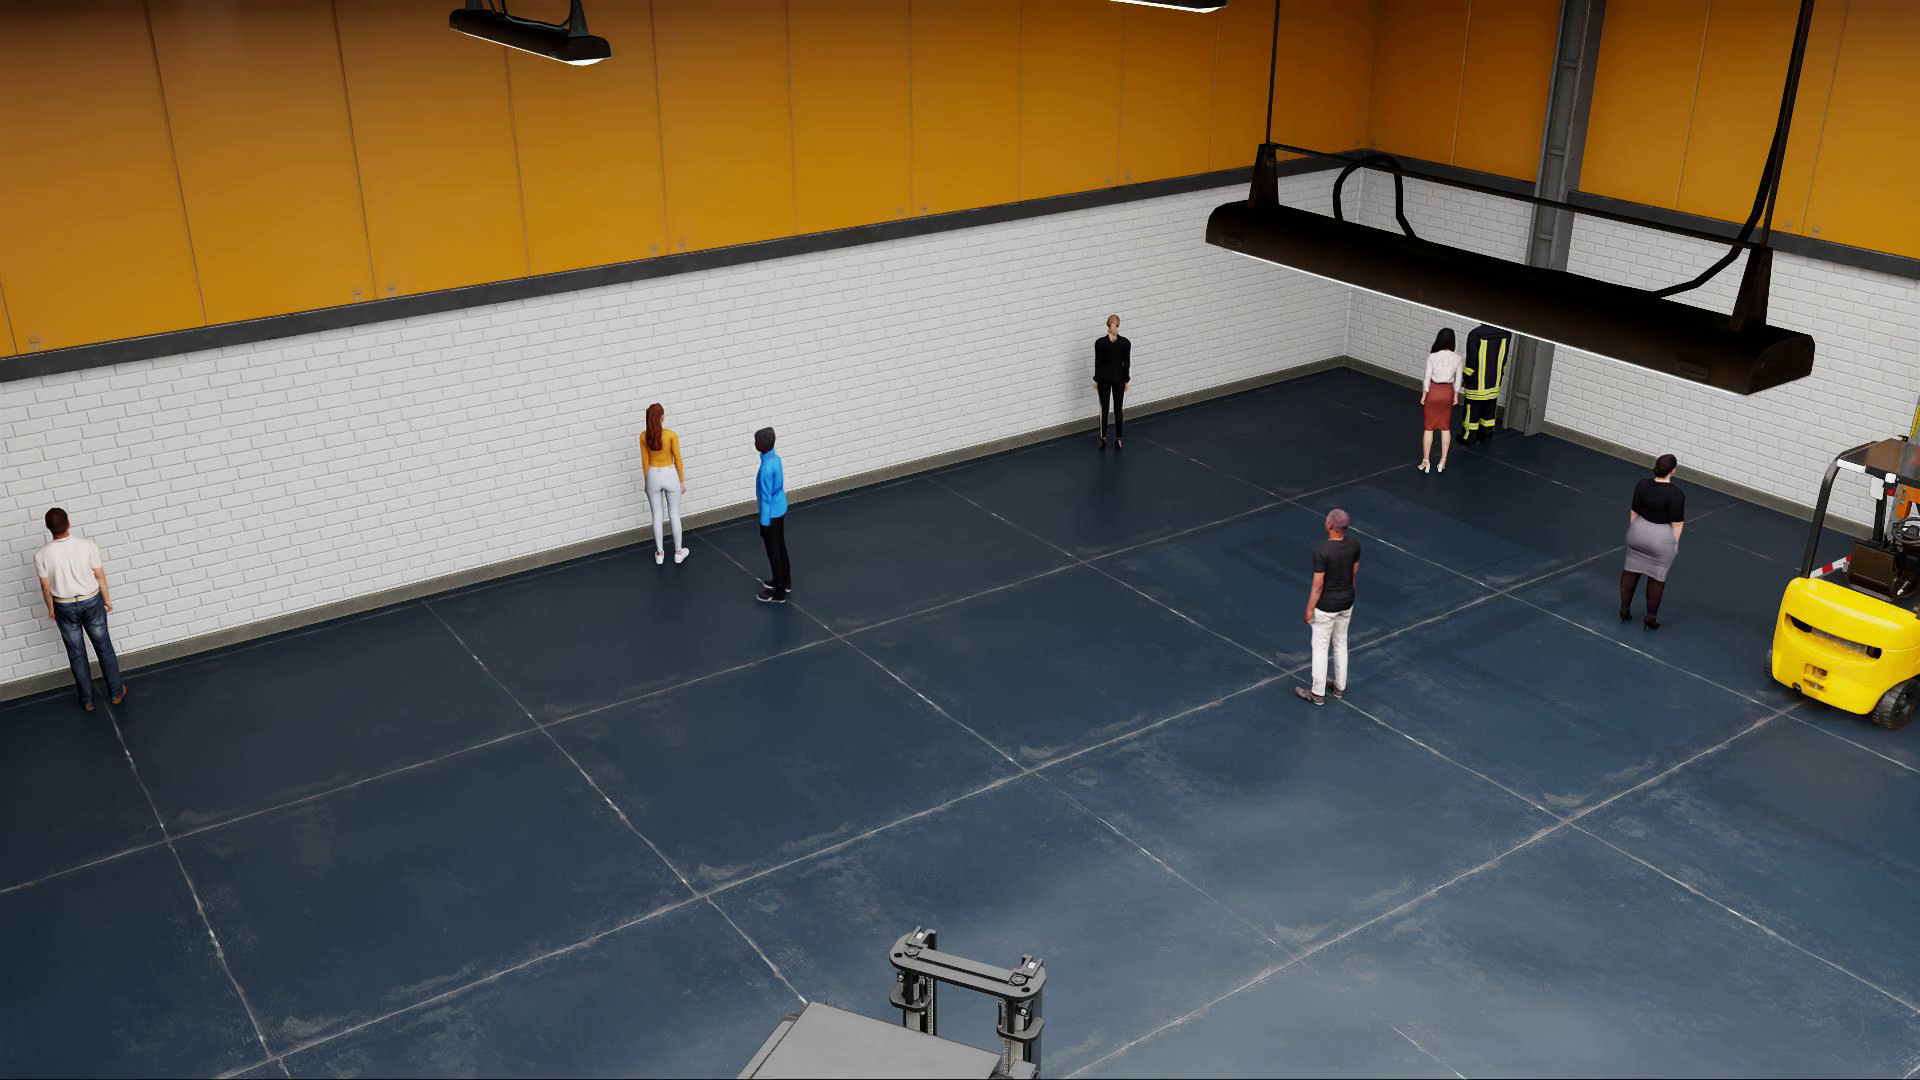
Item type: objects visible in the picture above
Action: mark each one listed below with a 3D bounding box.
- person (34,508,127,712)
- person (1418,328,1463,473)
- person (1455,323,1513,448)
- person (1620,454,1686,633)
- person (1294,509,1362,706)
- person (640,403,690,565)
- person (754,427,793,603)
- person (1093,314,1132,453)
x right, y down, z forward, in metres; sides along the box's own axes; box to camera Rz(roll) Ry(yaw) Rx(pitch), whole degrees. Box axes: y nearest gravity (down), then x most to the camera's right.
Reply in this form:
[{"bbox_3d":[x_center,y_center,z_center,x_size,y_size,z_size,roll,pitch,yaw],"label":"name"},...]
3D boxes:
[{"bbox_3d":[-7.609,0.585,14.360,0.673,1.856,0.589,-13,27,-27],"label":"person"},{"bbox_3d":[5.643,-1.649,19.606,0.679,1.749,0.696,0,24,-1],"label":"person"},{"bbox_3d":[6.445,-2.055,20.442,0.833,1.823,0.803,-6,24,-14],"label":"person"},{"bbox_3d":[6.569,0.013,15.790,0.743,1.760,0.576,-19,30,-37],"label":"person"},{"bbox_3d":[3.233,0.572,14.455,0.677,1.805,0.619,-12,27,-26],"label":"person"},{"bbox_3d":[-3.069,-0.591,17.182,0.684,1.751,0.725,0,24,0],"label":"person"},{"bbox_3d":[-1.830,-0.260,16.370,0.745,1.795,0.672,3,24,6],"label":"person"},{"bbox_3d":[1.844,-1.914,20.266,0.686,1.706,0.717,1,24,1],"label":"person"}]
